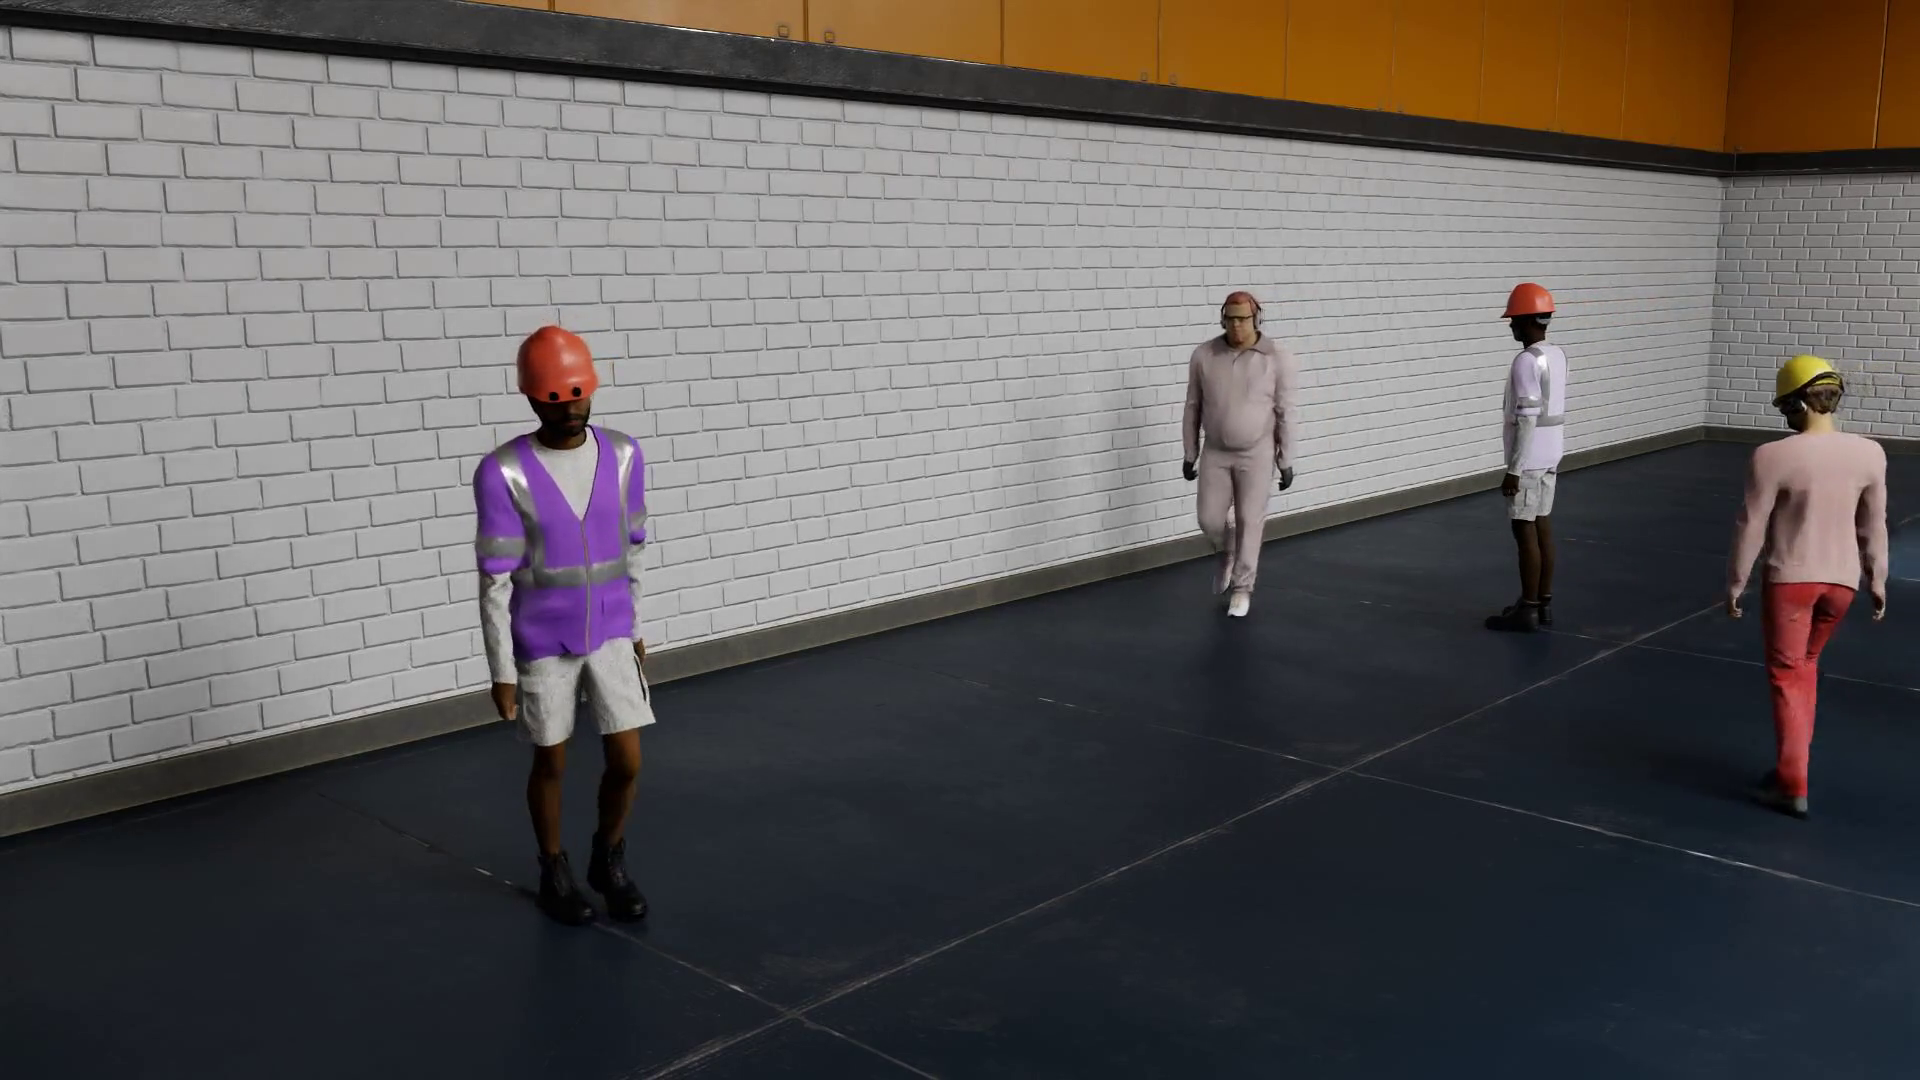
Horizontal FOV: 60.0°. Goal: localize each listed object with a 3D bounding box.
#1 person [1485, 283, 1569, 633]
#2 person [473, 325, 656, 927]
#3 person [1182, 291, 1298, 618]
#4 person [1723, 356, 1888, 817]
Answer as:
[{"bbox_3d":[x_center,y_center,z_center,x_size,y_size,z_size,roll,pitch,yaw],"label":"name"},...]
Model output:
[{"bbox_3d":[3.143,-0.452,9.255,0.376,1.932,0.551,8,13,38],"label":"person"},{"bbox_3d":[-1.203,0.295,5.087,0.567,1.899,0.604,-6,12,-32],"label":"person"},{"bbox_3d":[1.628,-0.506,9.703,0.675,1.887,0.504,4,11,21],"label":"person"},{"bbox_3d":[3.222,0.166,6.356,0.580,1.714,0.617,-1,10,-5],"label":"person"}]
